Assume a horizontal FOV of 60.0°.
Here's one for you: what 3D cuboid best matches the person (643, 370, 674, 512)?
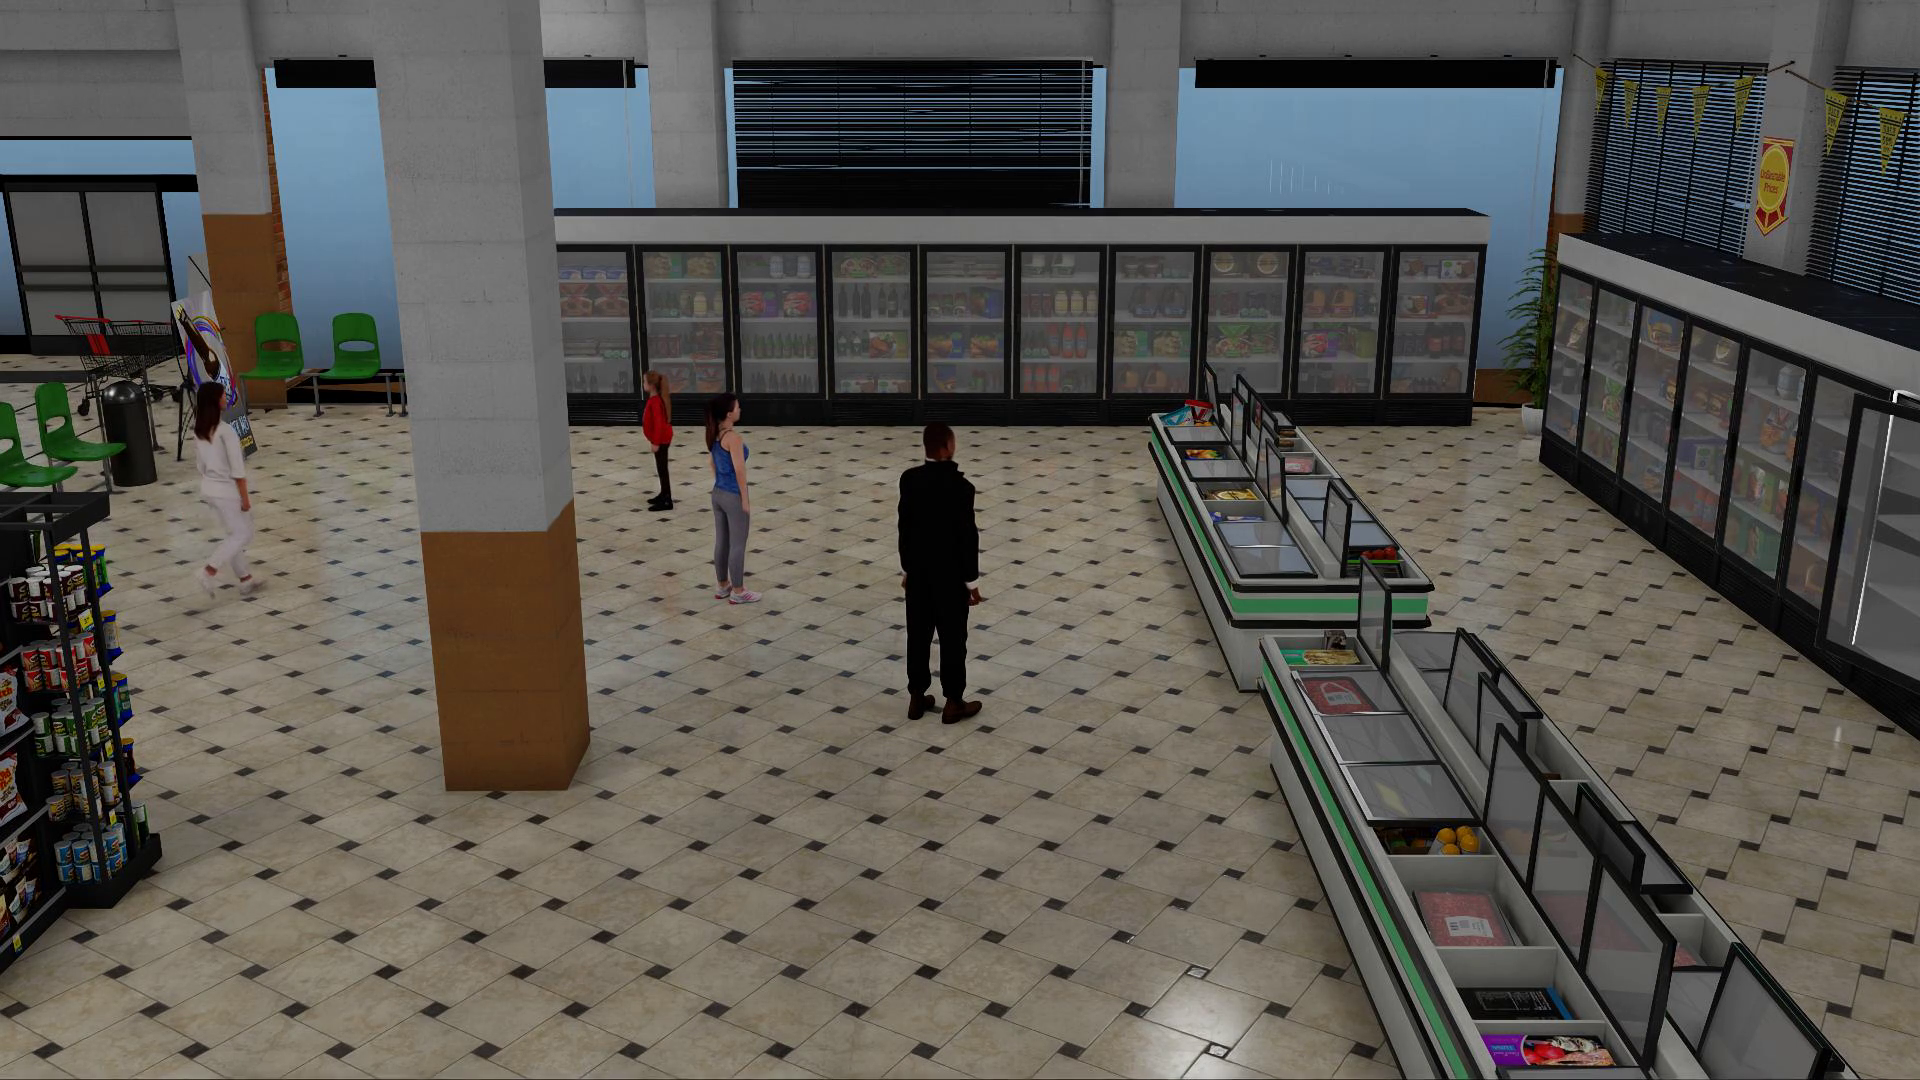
[{"bbox_3d":[-2.731,-0.914,15.100,0.585,1.280,0.463,-3,17,-9],"label":"person"}]

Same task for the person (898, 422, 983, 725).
[{"bbox_3d":[-0.140,0.200,10.358,0.799,1.904,0.784,9,19,27],"label":"person"}]

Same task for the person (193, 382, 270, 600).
[{"bbox_3d":[-5.594,-0.347,12.553,0.856,1.675,1.004,9,19,26],"label":"person"}]

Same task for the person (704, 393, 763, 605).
[{"bbox_3d":[-1.737,-0.320,12.578,0.721,1.610,0.650,-13,21,-37],"label":"person"}]
